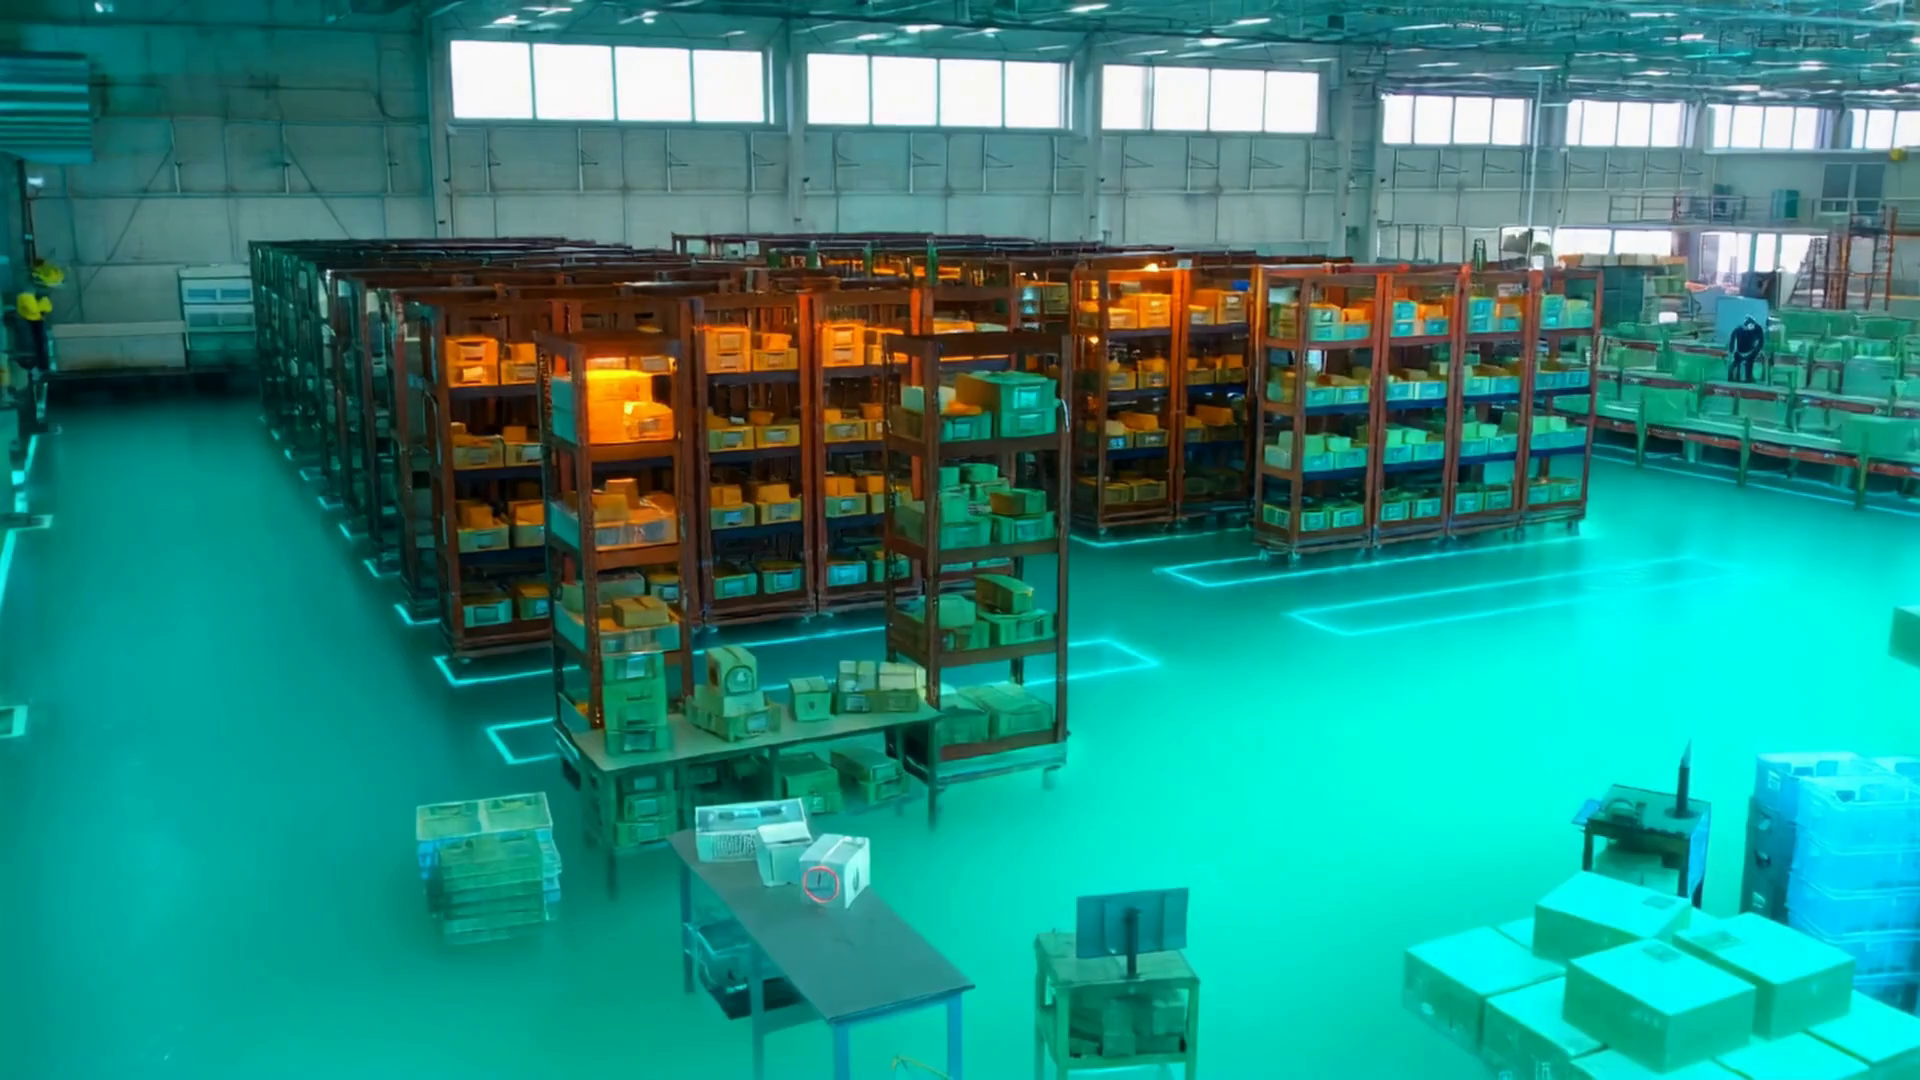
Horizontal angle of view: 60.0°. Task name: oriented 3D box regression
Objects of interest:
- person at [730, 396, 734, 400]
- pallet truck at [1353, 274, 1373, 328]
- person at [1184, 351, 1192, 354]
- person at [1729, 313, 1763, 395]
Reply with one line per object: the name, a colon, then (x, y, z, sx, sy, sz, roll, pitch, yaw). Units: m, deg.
person: (-3.710, -2.208, 27.995, 0.840, 1.962, 0.638, 11, 16, 42)
pallet truck: (13.011, -8.050, 55.243, 0.823, 1.965, 1.885, -7, 14, -28)
person: (5.729, -4.968, 41.446, 0.535, 1.736, 0.775, 7, 14, 31)
person: (17.543, -4.124, 37.171, 0.653, 1.879, 0.573, 5, 13, 23)
